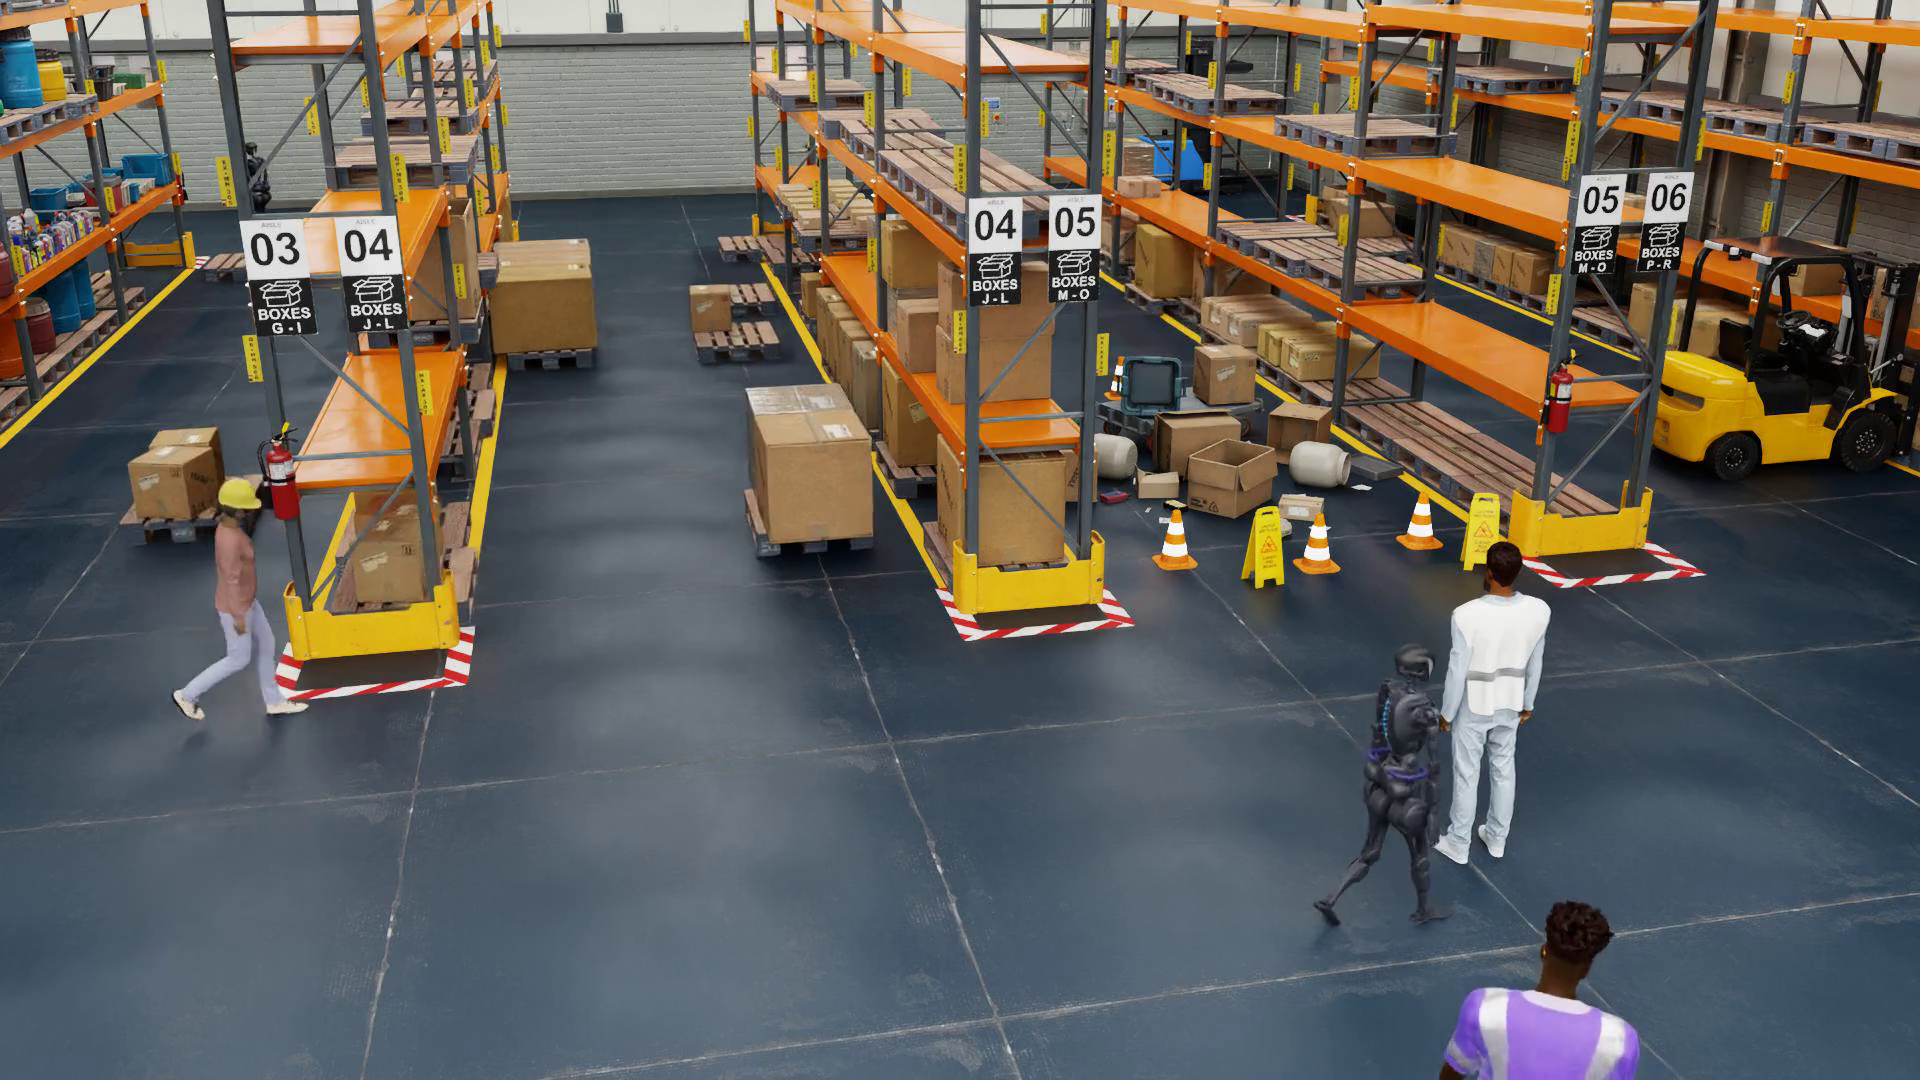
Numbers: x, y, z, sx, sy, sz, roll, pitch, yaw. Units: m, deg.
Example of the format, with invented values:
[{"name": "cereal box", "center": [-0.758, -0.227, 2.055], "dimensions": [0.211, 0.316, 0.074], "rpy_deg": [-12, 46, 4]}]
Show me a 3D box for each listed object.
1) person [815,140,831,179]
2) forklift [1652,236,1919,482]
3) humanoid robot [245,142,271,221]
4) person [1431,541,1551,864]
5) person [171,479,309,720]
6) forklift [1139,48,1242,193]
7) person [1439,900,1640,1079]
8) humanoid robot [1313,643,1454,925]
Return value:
[{"name": "person", "center": [-2.621, -6.894, 30.767], "dimensions": [0.831, 1.662, 0.538], "rpy_deg": [-4, 21, -10]}, {"name": "forklift", "center": [8.013, -1.814, 16.330], "dimensions": [2.313, 2.155, 1.214], "rpy_deg": [-4, 21, -12]}, {"name": "humanoid robot", "center": [-11.787, -5.830, 27.881], "dimensions": [0.333, 1.649, 0.602], "rpy_deg": [7, 21, 18]}, {"name": "person", "center": [2.974, 0.922, 9.352], "dimensions": [0.595, 1.917, 0.381], "rpy_deg": [-5, 21, -14]}, {"name": "person", "center": [-4.842, 0.426, 10.953], "dimensions": [0.752, 1.723, 0.542], "rpy_deg": [-7, 21, -18]}, {"name": "forklift", "center": [4.566, -8.313, 32.860], "dimensions": [1.873, 2.768, 1.129], "rpy_deg": [-4, 21, -12]}, {"name": "person", "center": [2.029, 2.144, 6.047], "dimensions": [0.656, 1.924, 0.820], "rpy_deg": [4, 21, 11]}, {"name": "humanoid robot", "center": [2.287, 1.312, 8.735], "dimensions": [0.776, 1.657, 0.590], "rpy_deg": [-8, 22, -19]}]
